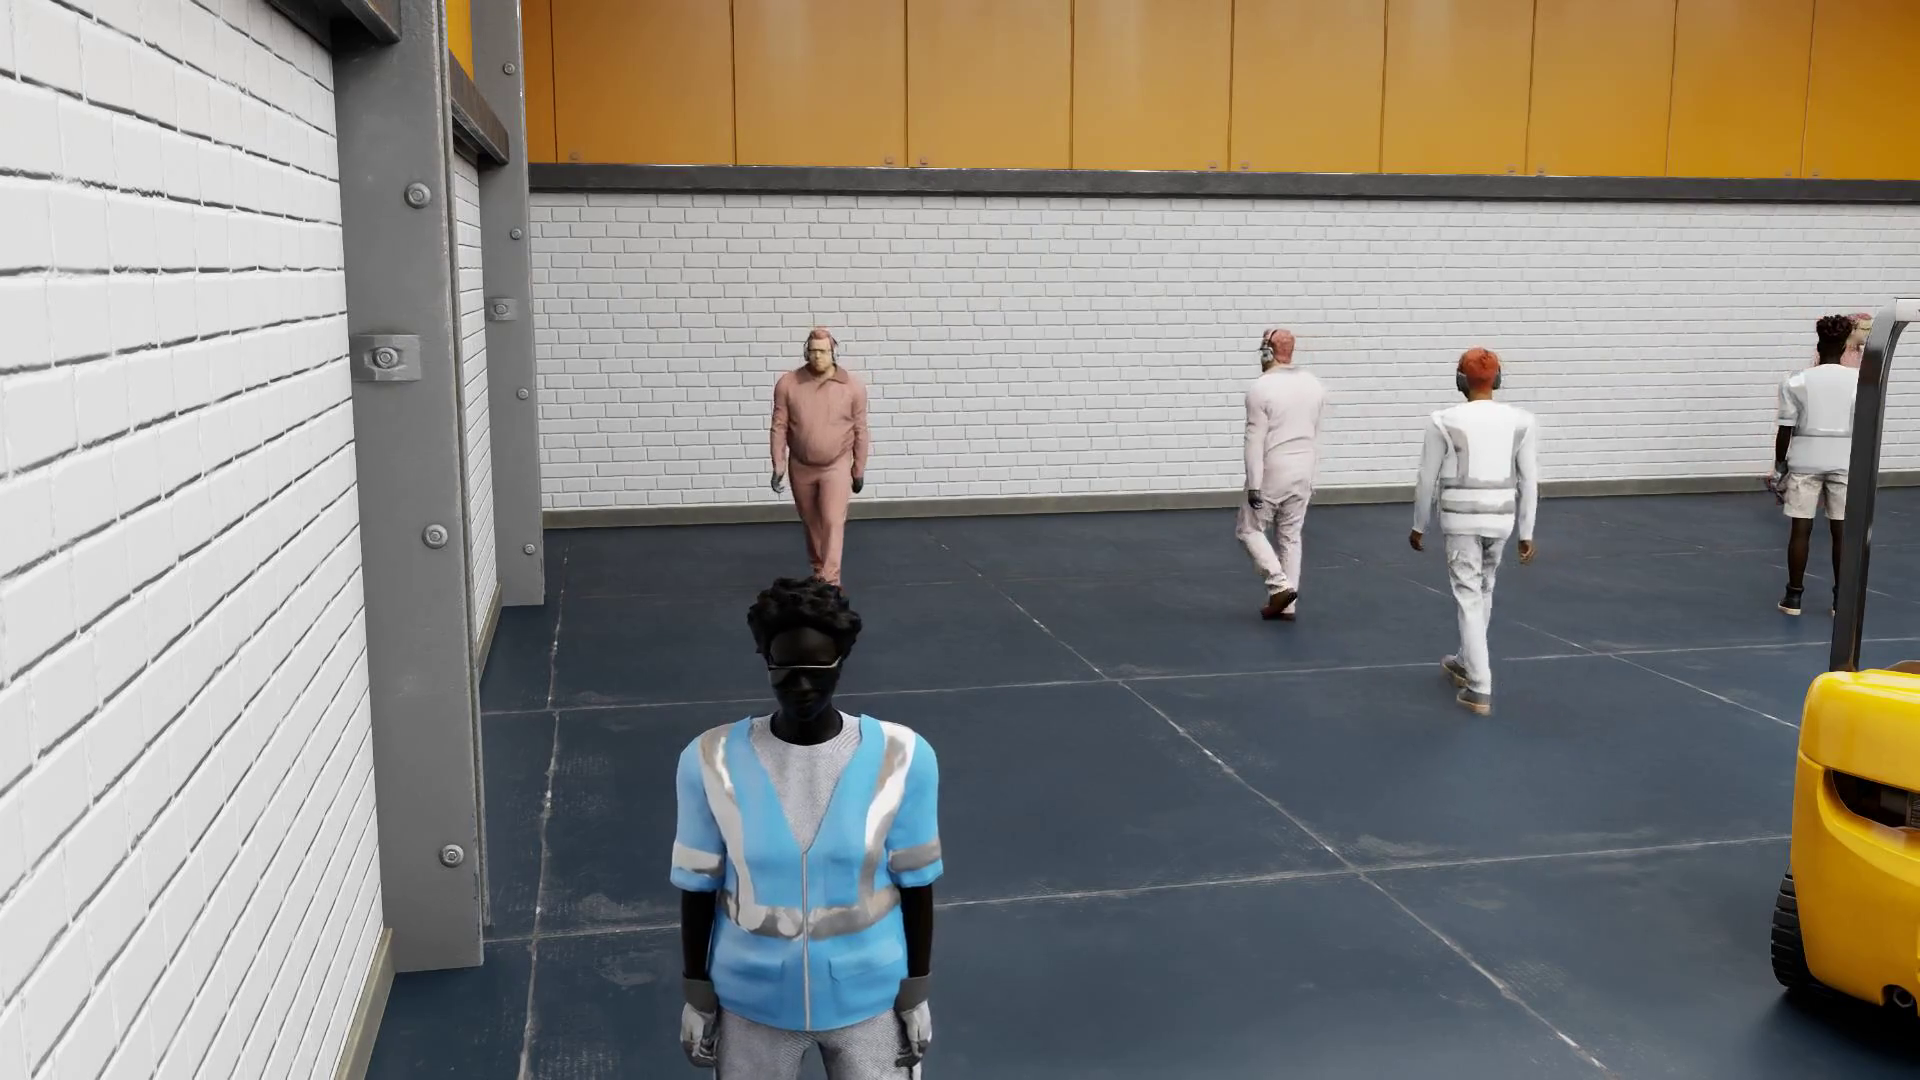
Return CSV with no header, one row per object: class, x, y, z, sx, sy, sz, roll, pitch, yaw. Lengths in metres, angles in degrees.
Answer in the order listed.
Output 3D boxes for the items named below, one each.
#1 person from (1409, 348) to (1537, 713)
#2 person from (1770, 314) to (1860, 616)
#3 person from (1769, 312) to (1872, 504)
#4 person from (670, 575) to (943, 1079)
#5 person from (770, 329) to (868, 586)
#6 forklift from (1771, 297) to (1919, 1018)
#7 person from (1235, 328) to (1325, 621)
person,2.650,-0.079,8.740,0.577,1.848,0.895,-1,9,-9
person,5.611,-0.477,10.810,0.602,1.967,0.370,4,10,23
person,7.924,-1.154,15.226,0.665,1.874,0.734,-7,12,-38
person,-0.297,0.895,3.281,0.534,1.691,0.320,0,9,-2
person,-0.953,-0.486,11.225,0.639,1.856,1.015,1,9,4
forklift,3.542,0.334,5.177,2.313,2.155,1.214,-9,13,-43
person,2.036,-0.402,10.604,0.646,1.890,0.454,-5,11,-30
